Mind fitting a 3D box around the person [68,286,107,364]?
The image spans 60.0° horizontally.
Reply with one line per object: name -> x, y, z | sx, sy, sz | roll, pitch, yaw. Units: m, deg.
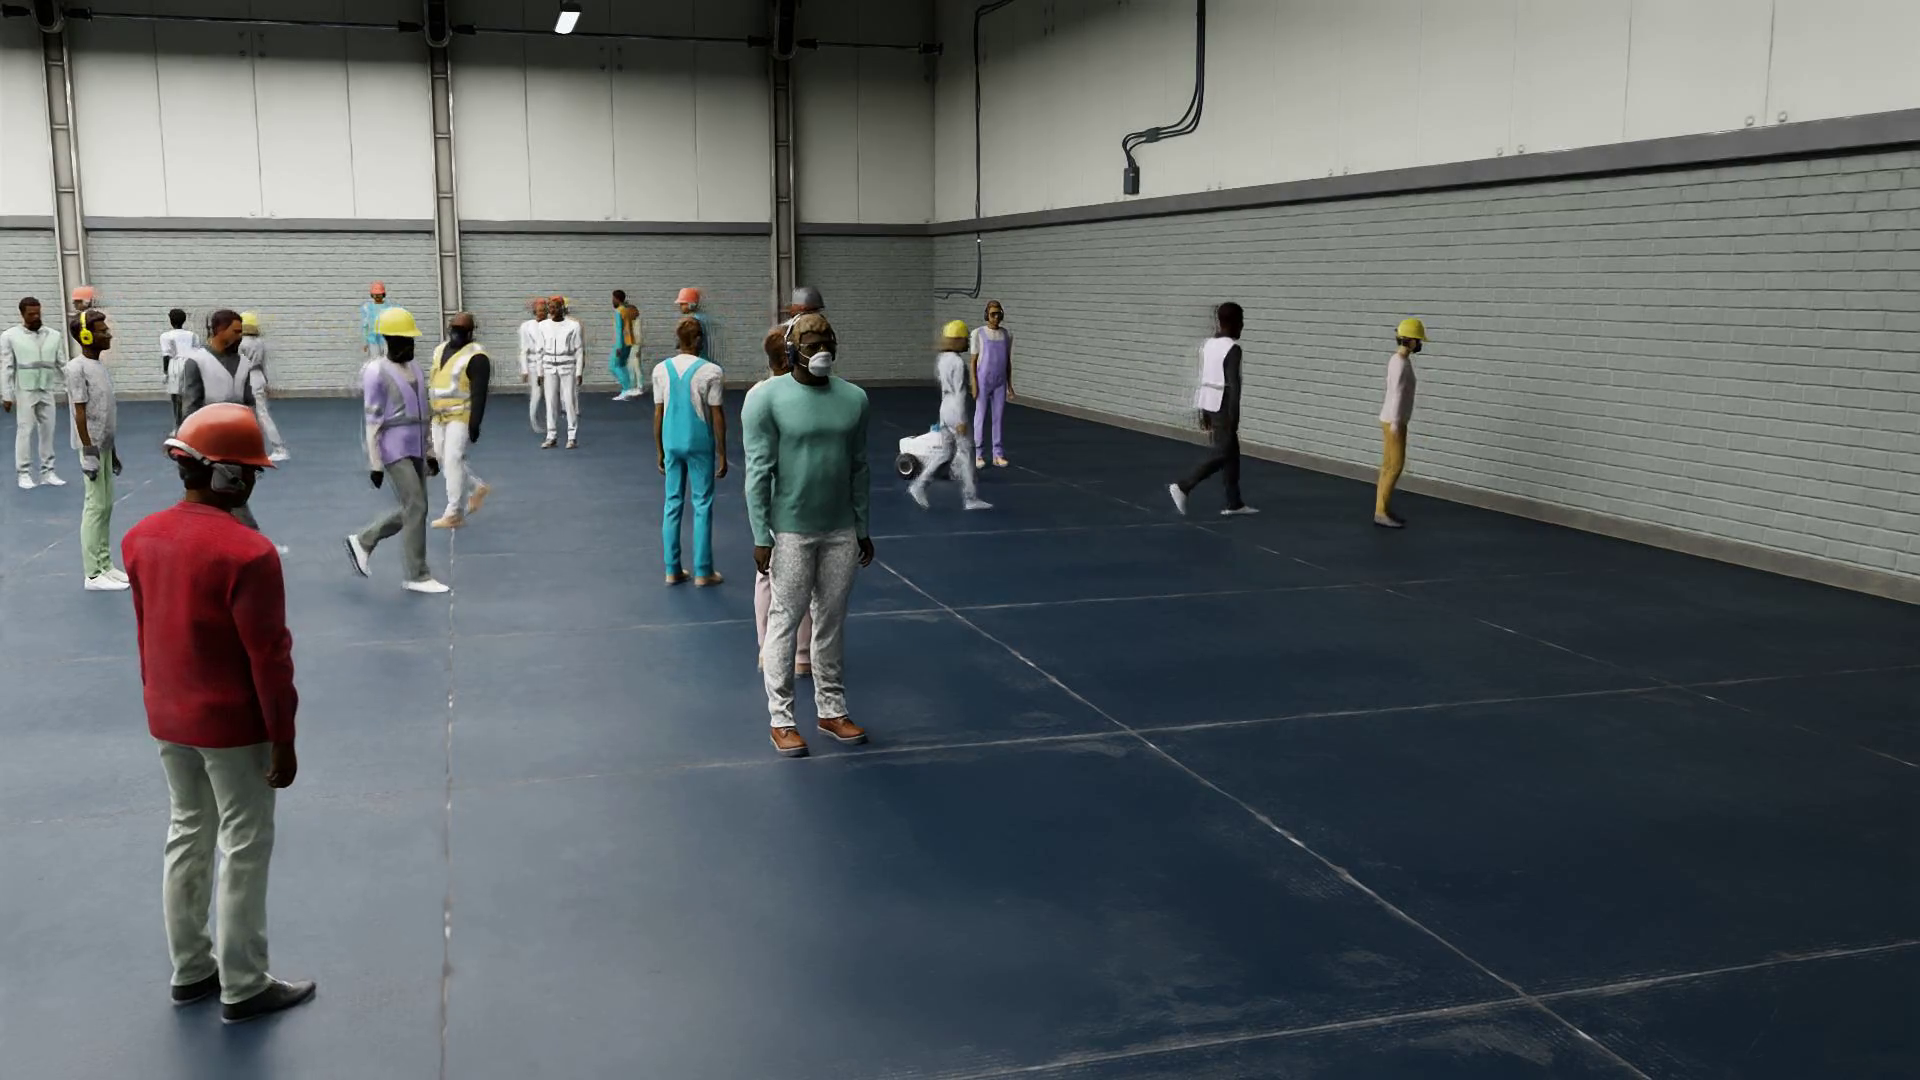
person -> -11.763, -2.427, 22.471 | 0.436, 1.979, 0.648 | -6, 11, -32

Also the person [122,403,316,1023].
person -> -2.062, 0.485, 4.683 | 0.574, 1.738, 0.352 | 5, 10, 27

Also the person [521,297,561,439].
person -> -5.524, -2.276, 21.940 | 0.586, 1.856, 0.892 | -5, 10, -30

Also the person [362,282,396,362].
person -> -9.950, -3.409, 28.570 | 0.612, 2.038, 0.398 | 0, 9, 0

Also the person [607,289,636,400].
person -> -5.793, -3.329, 28.475 | 0.455, 1.903, 0.615 | 1, 9, 7

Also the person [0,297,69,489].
person -> -9.248, -1.474, 16.651 | 0.394, 1.908, 0.662 | 5, 10, 27

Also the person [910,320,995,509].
person -> -0.076, -1.114, 14.949 | 0.735, 1.719, 0.496 | -4, 10, -22

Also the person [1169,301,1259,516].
person -> 2.238, -1.131, 14.522 | 0.822, 1.895, 0.597 | -2, 9, -13

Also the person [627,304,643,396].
person -> -5.865, -3.400, 29.791 | 0.286, 1.633, 0.499 | -8, 12, -42

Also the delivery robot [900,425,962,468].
delivery robot -> -0.254, -0.949, 17.289 | 0.707, 0.478, 0.477 | 3, 10, 20

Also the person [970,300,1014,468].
person -> 0.356, -1.716, 18.373 | 0.506, 1.847, 0.344 | -4, 10, -23

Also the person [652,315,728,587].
person -> -1.818, -0.590, 11.235 | 0.511, 1.837, 0.353 | 2, 9, 14

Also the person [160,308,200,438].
person -> -10.255, -2.194, 21.897 | 0.316, 1.696, 0.541 | 6, 11, 32

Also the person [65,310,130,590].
person -> -5.774, -0.601, 11.173 | 0.328, 1.877, 0.513 | -2, 9, -11

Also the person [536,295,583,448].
person -> -4.927, -2.061, 20.453 | 0.585, 1.882, 0.343 | 1, 9, 4

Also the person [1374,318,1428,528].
person -> 3.709, -0.980, 13.972 | 0.371, 1.752, 0.563 | 3, 9, 17

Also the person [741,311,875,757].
person -> -0.651, -0.033, 7.341 | 0.630, 1.940, 0.371 | -7, 11, -37

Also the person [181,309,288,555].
person -> -5.501, -0.784, 12.413 | 1.038, 1.860, 0.608 | 3, 9, 16

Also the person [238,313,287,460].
person -> -8.147, -1.758, 19.116 | 0.892, 1.693, 0.497 | 1, 9, 8

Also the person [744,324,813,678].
person -> -0.893, -0.200, 8.703 | 0.507, 1.847, 0.346 | 6, 11, 35

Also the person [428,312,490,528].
person -> -4.253, -1.017, 14.028 | 0.650, 1.807, 0.583 | 7, 11, 39

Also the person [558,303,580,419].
person -> -5.919, -2.685, 24.682 | 0.639, 1.800, 0.613 | 3, 9, 16

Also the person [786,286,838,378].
person -> -1.398, -1.346, 15.394 | 0.536, 2.000, 0.694 | -7, 11, -36

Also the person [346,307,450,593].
person -> -3.769, -0.597, 11.064 | 0.728, 1.899, 0.594 | 2, 9, 11

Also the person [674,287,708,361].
person -> -3.254, -2.027, 19.909 | 0.479, 1.975, 0.634 | -2, 9, -11
